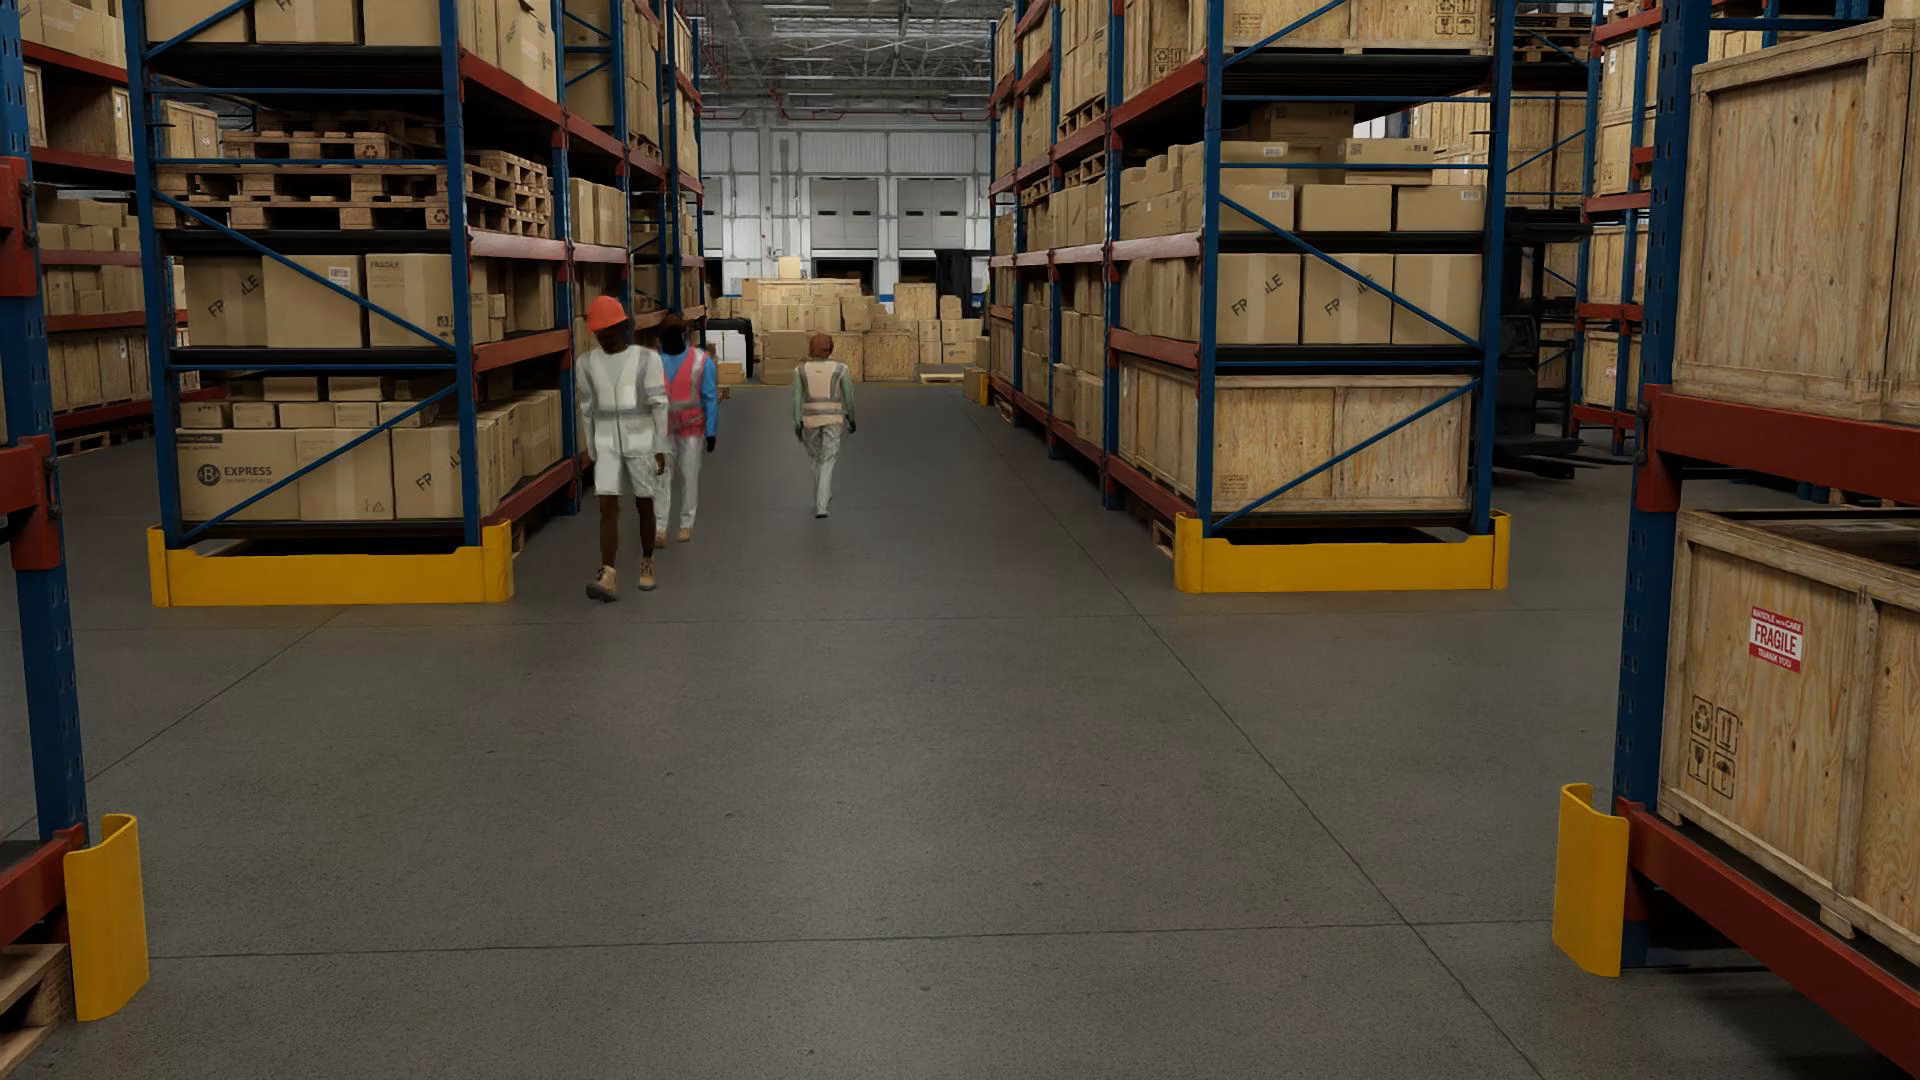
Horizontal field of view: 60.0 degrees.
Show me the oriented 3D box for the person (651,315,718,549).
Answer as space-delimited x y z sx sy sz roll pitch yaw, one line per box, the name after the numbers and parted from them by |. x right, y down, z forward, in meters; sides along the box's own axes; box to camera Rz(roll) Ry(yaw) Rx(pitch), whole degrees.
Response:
-2.211 -0.829 12.906 0.660 1.799 0.918 -1 9 -3 | person

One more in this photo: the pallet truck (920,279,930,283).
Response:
-0.932 -8.922 63.114 1.885 1.965 0.823 2 9 13 | pallet truck

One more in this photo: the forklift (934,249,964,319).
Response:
-0.308 -6.534 45.360 1.873 2.768 1.129 -7 11 -36 | forklift

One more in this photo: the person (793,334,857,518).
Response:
-1.189 -1.021 14.753 0.514 1.598 0.848 2 9 11 | person

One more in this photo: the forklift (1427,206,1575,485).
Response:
5.353 -2.068 17.313 1.129 2.768 1.873 -4 10 -24 | forklift

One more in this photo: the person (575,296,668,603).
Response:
-2.214 -0.589 10.840 0.634 1.968 1.060 0 9 1 | person

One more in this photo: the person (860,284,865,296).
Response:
-3.460 -7.868 57.018 0.974 1.843 0.577 2 9 12 | person
